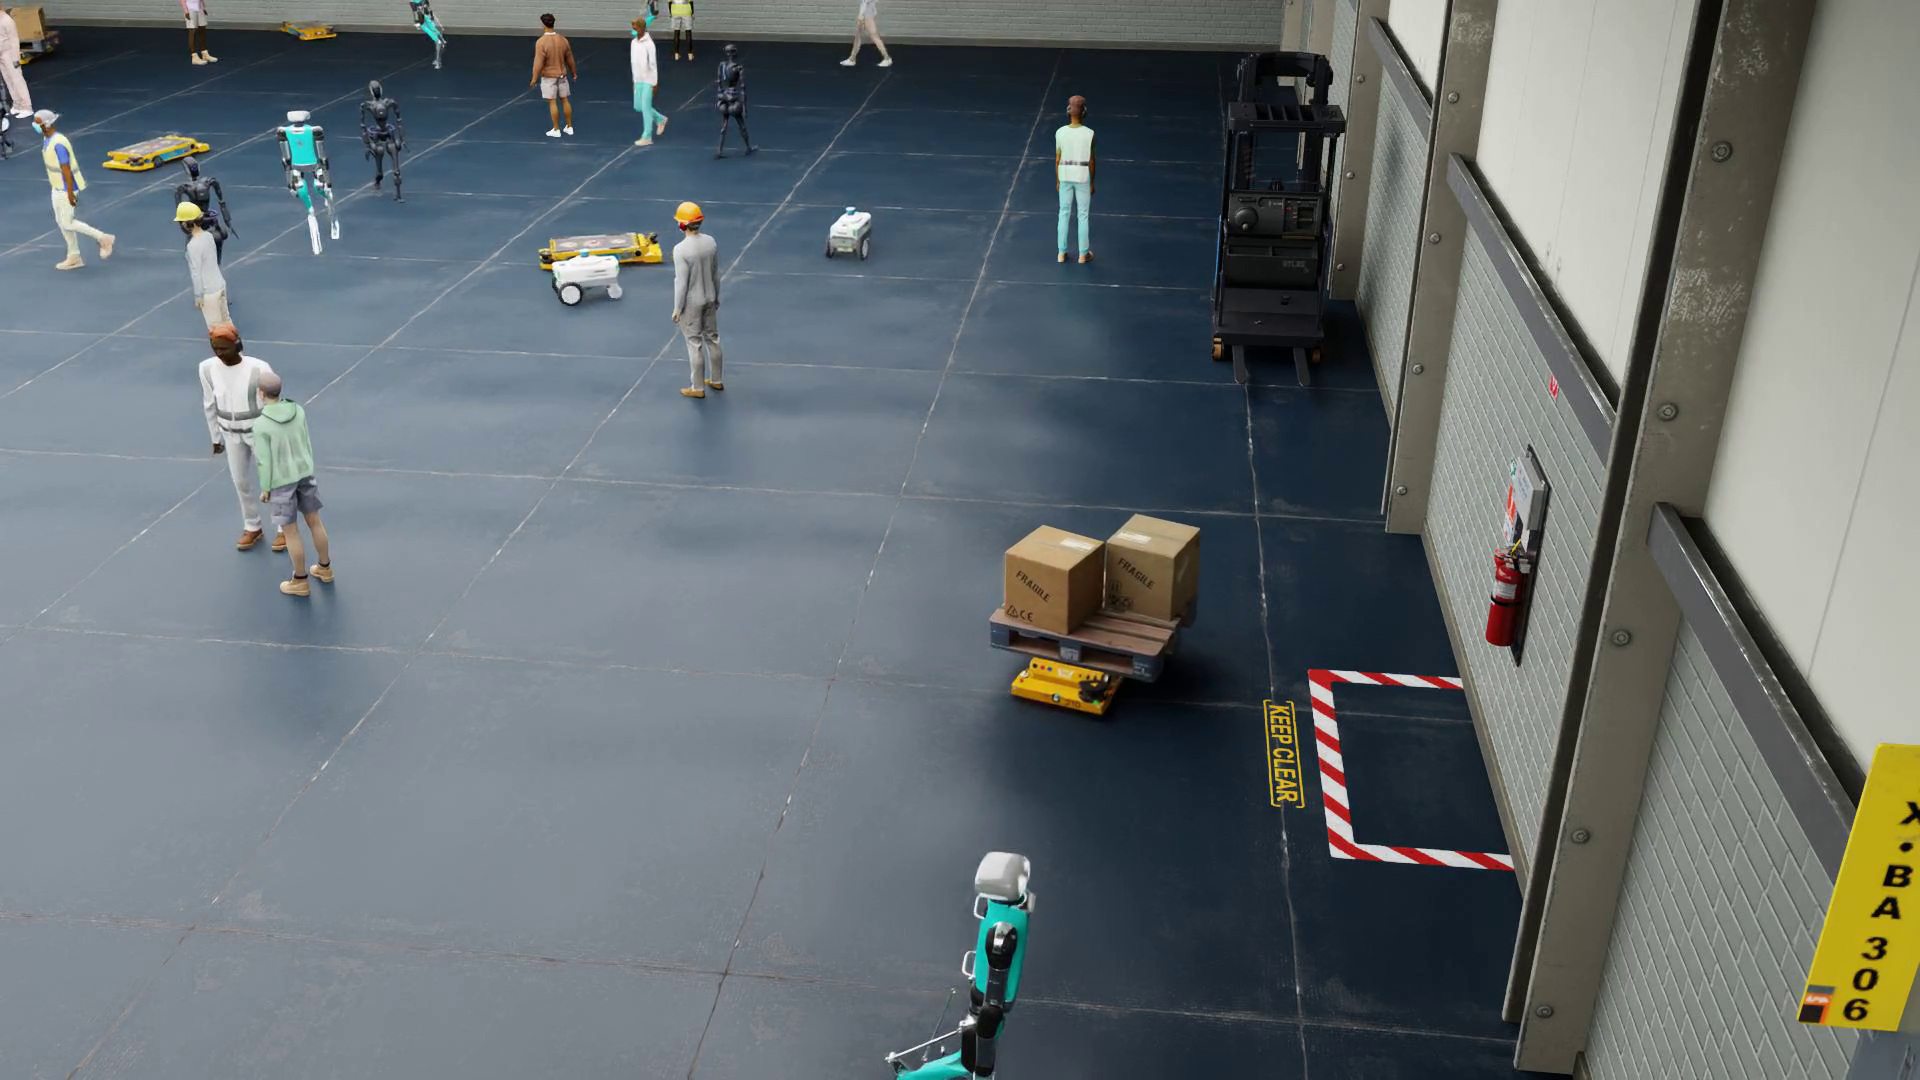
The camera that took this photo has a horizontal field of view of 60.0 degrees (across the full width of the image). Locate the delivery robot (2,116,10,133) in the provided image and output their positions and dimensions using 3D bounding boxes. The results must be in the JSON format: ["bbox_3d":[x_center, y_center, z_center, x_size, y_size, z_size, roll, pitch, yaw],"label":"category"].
[{"bbox_3d":[-15.360,-6.604,25.992,0.523,0.585,0.747,10,28,19],"label":"delivery robot"}]

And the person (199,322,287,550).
[{"bbox_3d":[-5.548,-0.806,12.958,0.595,1.877,0.353,2,27,4],"label":"person"}]

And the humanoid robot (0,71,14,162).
[{"bbox_3d":[-14.254,-6.450,24.498,0.599,1.644,0.740,0,27,1],"label":"humanoid robot"}]

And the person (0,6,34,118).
[{"bbox_3d":[-15.443,-7.817,26.917,0.650,1.906,0.413,18,32,32],"label":"person"}]

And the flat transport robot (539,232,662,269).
[{"bbox_3d":[-4.354,-3.490,20.107,1.431,0.231,0.659,-6,27,-13],"label":"flat transport robot"}]

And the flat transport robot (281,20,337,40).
[{"bbox_3d":[-13.283,-10.397,33.894,0.659,0.231,1.431,-19,32,-33],"label":"flat transport robot"}]

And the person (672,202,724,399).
[{"bbox_3d":[-2.522,-2.292,15.902,0.363,1.894,0.583,19,32,33],"label":"person"}]

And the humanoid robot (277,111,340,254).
[{"bbox_3d":[-7.936,-4.454,20.442,0.543,1.775,0.986,-4,27,-8],"label":"humanoid robot"}]

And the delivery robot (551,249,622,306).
[{"bbox_3d":[-4.222,-2.988,18.759,0.756,0.571,0.499,-10,28,-20],"label":"delivery robot"}]

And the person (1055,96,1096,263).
[{"bbox_3d":[1.371,-4.272,19.763,0.489,1.978,0.399,7,27,14],"label":"person"}]

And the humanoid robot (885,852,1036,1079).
[{"bbox_3d":[-0.059,2.144,7.289,0.748,1.833,0.539,3,27,7],"label":"humanoid robot"}]

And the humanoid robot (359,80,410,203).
[{"bbox_3d":[-7.747,-5.380,22.326,0.586,1.635,0.600,-16,31,-29],"label":"humanoid robot"}]

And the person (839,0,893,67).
[{"bbox_3d":[-1.723,-9.679,30.734,1.000,1.825,0.521,-2,27,-3],"label":"person"}]

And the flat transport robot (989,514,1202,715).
[{"bbox_3d":[0.924,0.741,11.660,0.659,0.231,1.431,11,29,21],"label":"flat transport robot"}]

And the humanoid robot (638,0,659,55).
[{"bbox_3d":[-5.976,-10.045,31.602,0.713,1.830,0.548,-9,28,-18],"label":"humanoid robot"}]

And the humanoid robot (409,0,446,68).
[{"bbox_3d":[-9.743,-9.614,30.733,0.794,1.814,0.532,6,27,11],"label":"humanoid robot"}]

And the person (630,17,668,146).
[{"bbox_3d":[-4.750,-6.981,25.268,0.490,1.898,0.628,21,33,35],"label":"person"}]

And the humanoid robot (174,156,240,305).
[{"bbox_3d":[-8.406,-3.478,18.587,0.800,1.636,0.593,20,33,34],"label":"humanoid robot"}]

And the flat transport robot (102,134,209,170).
[{"bbox_3d":[-11.866,-5.716,24.549,0.659,0.231,1.431,9,28,17],"label":"flat transport robot"}]

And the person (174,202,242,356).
[{"bbox_3d":[-7.421,-2.463,16.394,0.343,1.756,0.516,-2,27,-4],"label":"person"}]

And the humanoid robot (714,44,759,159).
[{"bbox_3d":[-3.368,-6.472,24.536,0.591,1.625,0.769,18,32,32],"label":"humanoid robot"}]

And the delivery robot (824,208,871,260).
[{"bbox_3d":[-1.336,-3.745,20.298,0.499,0.596,0.775,6,27,12],"label":"delivery robot"}]

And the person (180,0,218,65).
[{"bbox_3d":[-14.235,-9.910,30.961,0.398,2.035,0.607,7,27,13],"label":"person"}]

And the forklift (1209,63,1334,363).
[{"bbox_3d":[3.241,-3.477,17.183,1.129,2.768,1.873,3,27,6],"label":"forklift"}]

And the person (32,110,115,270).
[{"bbox_3d":[-10.500,-4.126,19.584,0.593,1.871,0.546,-23,35,-38],"label":"person"}]

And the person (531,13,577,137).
[{"bbox_3d":[-6.258,-7.184,25.709,0.382,1.853,0.798,23,35,39],"label":"person"}]

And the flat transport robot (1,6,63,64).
[{"bbox_3d":[-17.848,-9.259,31.622,0.659,0.231,1.431,-2,27,-5],"label":"flat transport robot"}]

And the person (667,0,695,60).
[{"bbox_3d":[-5.246,-9.908,31.333,0.528,1.689,0.321,4,27,9],"label":"person"}]

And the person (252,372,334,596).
[{"bbox_3d":[-4.962,-0.419,12.330,0.347,1.743,0.472,14,30,26],"label":"person"}]
